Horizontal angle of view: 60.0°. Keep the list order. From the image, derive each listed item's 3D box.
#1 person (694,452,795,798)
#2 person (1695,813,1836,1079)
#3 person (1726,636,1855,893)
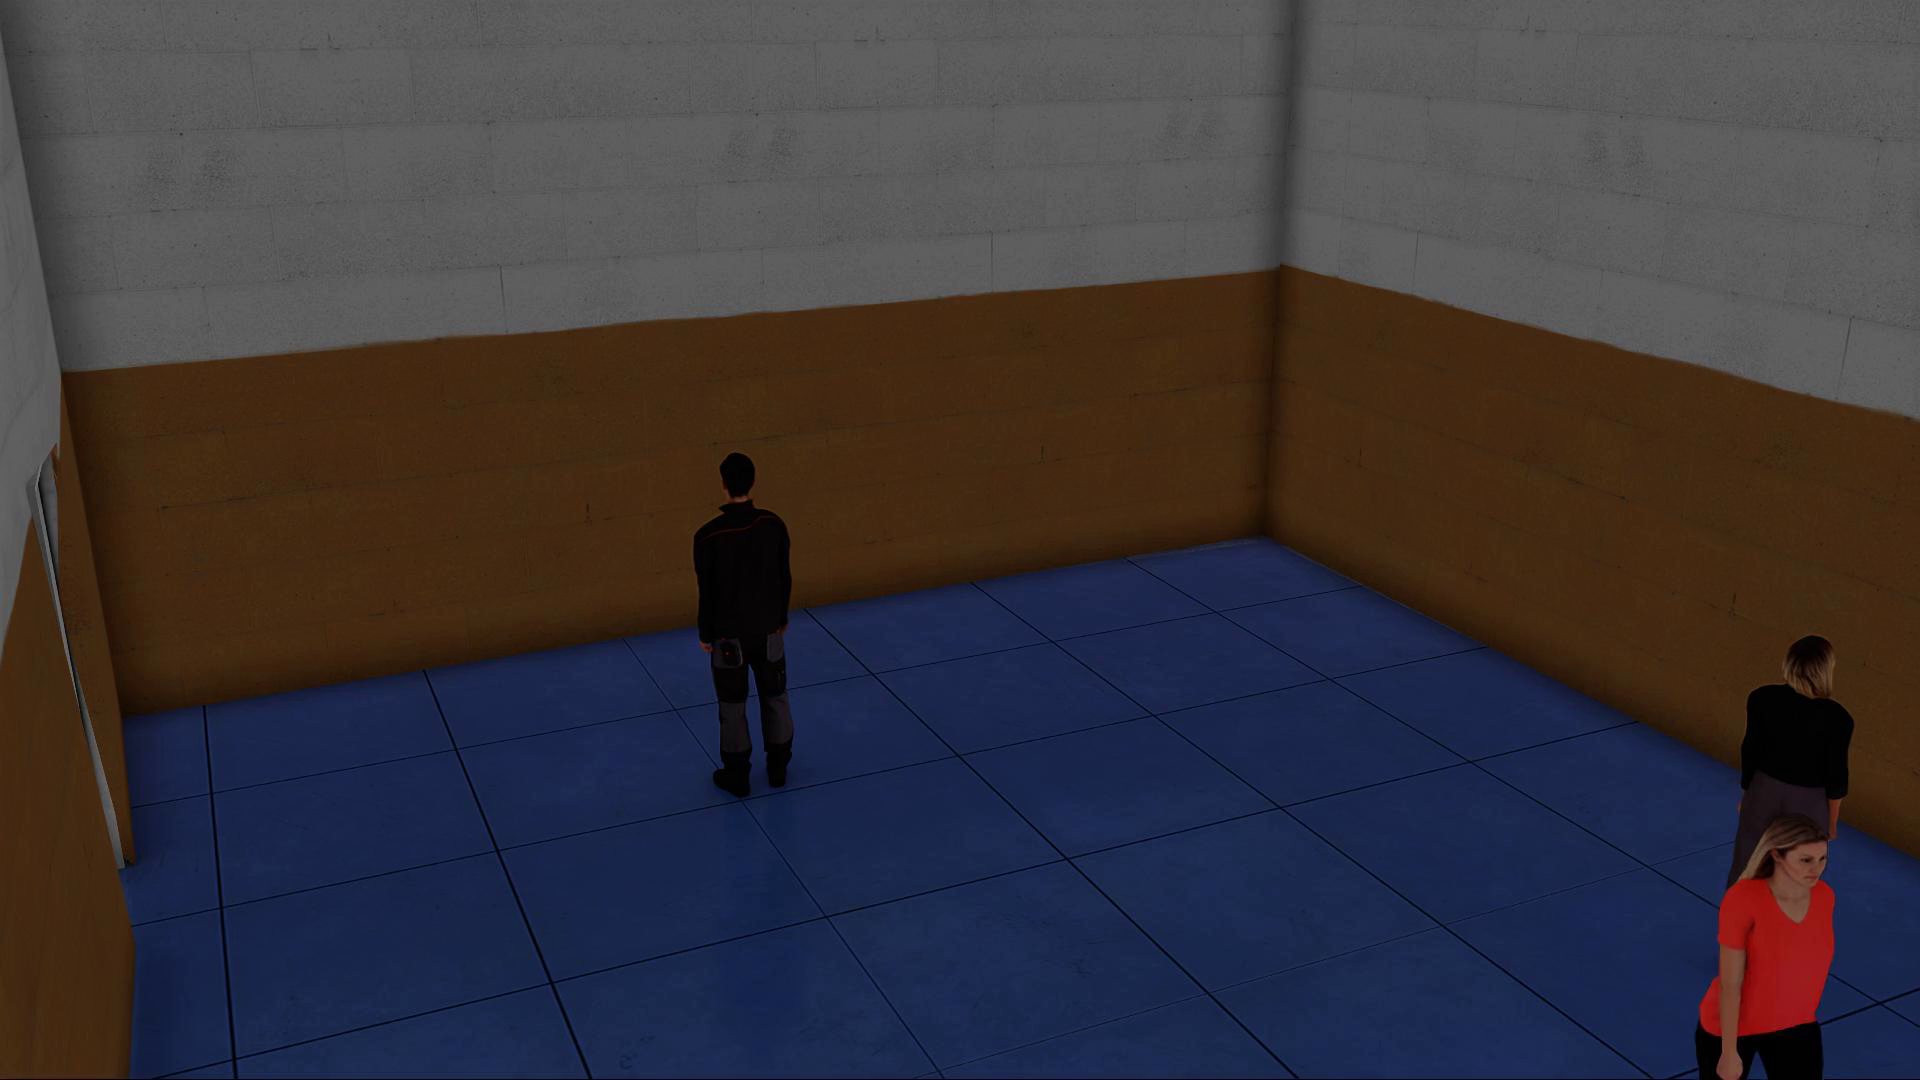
[{"bbox_3d":[-1.173,0.458,9.119,0.520,1.946,0.757,-9,21,-26],"label":"person"},{"bbox_3d":[2.760,1.685,5.897,0.664,1.678,0.741,-2,19,-5],"label":"person"},{"bbox_3d":[3.640,1.202,7.342,0.669,1.672,0.657,16,24,39],"label":"person"}]
